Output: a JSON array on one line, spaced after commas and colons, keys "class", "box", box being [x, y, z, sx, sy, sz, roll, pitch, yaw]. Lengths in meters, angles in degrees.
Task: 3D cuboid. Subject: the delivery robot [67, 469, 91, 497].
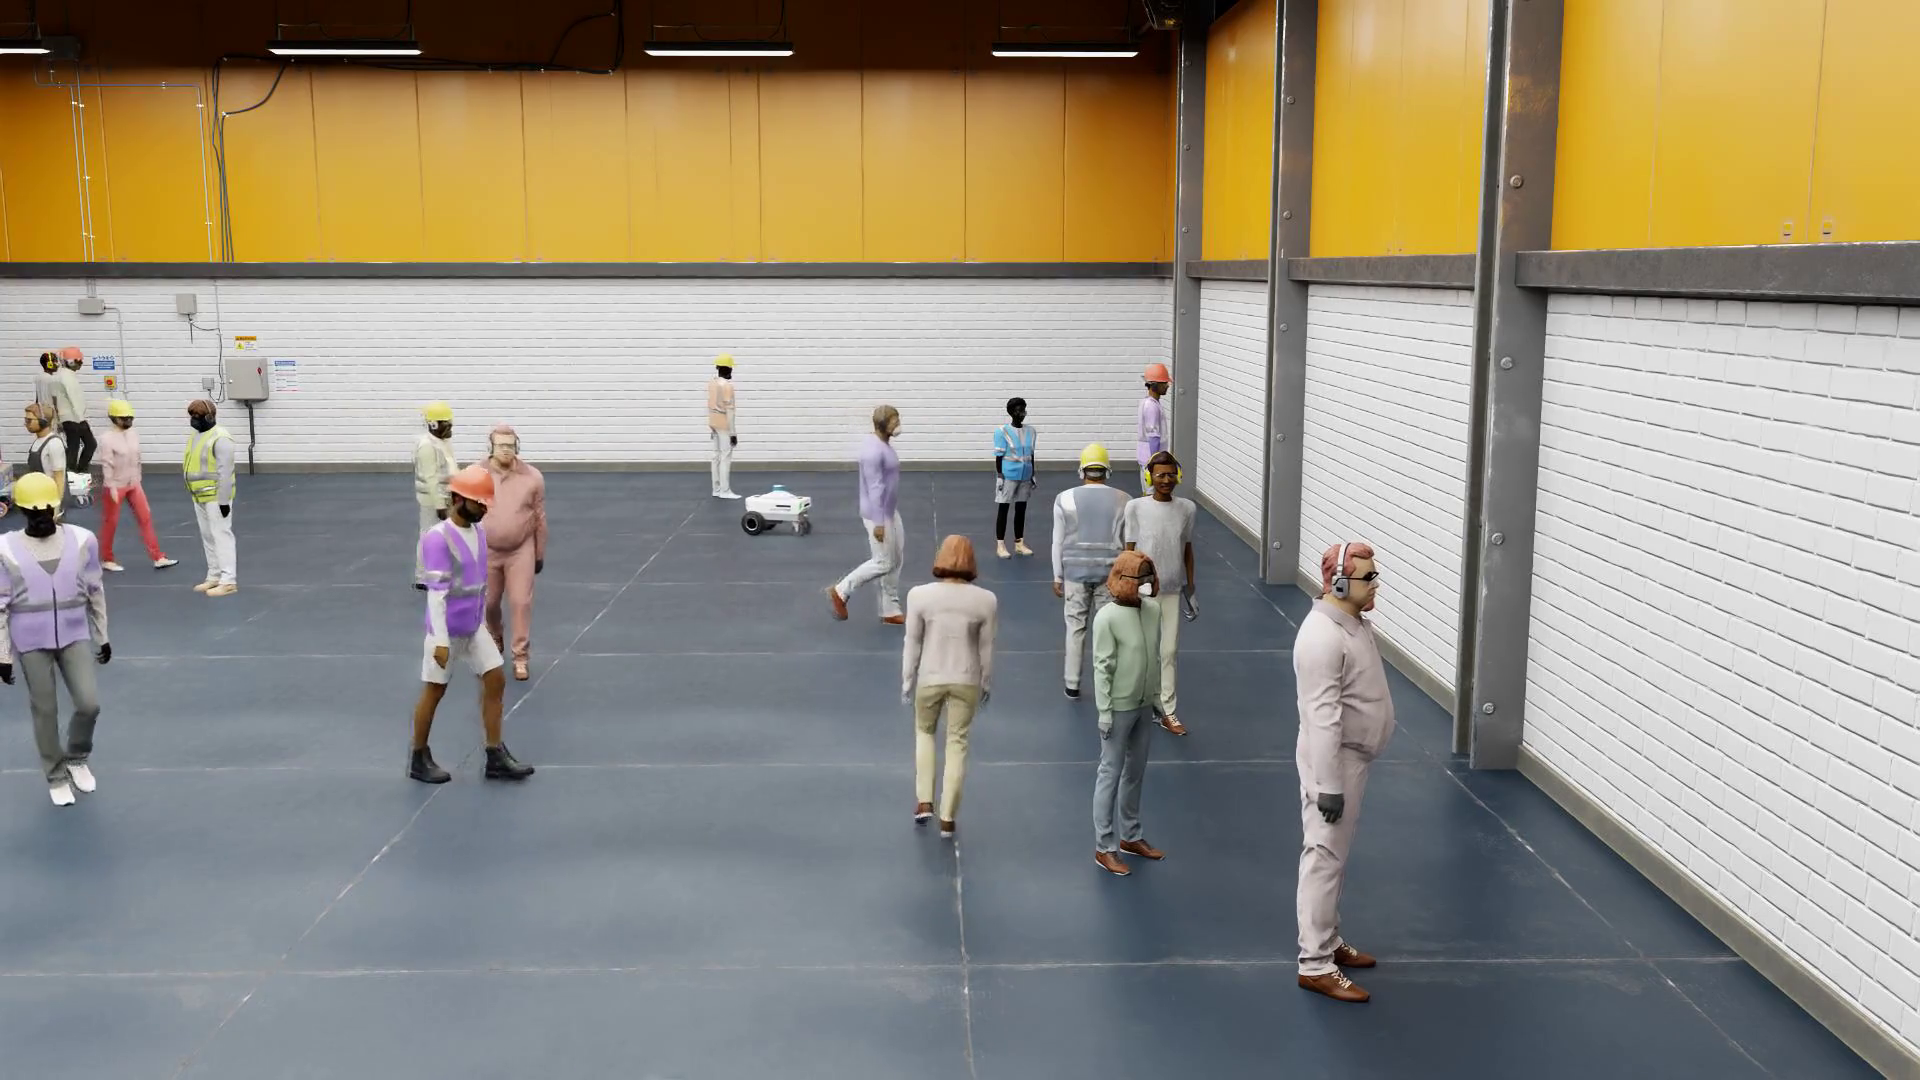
[{"class": "delivery robot", "box": [-11.420, -0.717, 21.080, 0.707, 0.478, 0.477, -3, 10, -16]}]

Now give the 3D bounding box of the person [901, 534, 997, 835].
[{"class": "person", "box": [-0.057, 0.773, 8.988, 0.509, 1.614, 0.483, 0, 9, -1]}]

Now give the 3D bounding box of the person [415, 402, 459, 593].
[{"class": "person", "box": [-4.743, -0.387, 15.532, 0.839, 1.796, 0.617, 0, 9, 2]}]

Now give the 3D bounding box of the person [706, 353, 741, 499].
[{"class": "person", "box": [-3.135, -1.503, 22.008, 0.381, 1.927, 0.636, -7, 11, -35]}]

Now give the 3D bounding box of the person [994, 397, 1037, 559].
[{"class": "person", "box": [0.584, -0.659, 17.515, 0.534, 1.697, 0.322, -6, 11, -33]}]

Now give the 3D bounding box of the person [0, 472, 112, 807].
[{"class": "person", "box": [-5.099, 0.562, 9.356, 0.621, 1.908, 0.427, -8, 12, -40]}]

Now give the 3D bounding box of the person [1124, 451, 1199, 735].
[{"class": "person", "box": [1.304, 0.349, 10.806, 0.521, 1.874, 0.328, -2, 9, -12]}]

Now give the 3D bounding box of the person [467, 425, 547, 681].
[{"class": "person", "box": [-3.415, 0.066, 12.479, 0.634, 1.890, 0.739, -2, 10, -14]}]

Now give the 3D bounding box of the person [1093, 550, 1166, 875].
[{"class": "person", "box": [0.861, 0.856, 8.422, 0.280, 1.633, 0.502, 8, 12, 42]}]

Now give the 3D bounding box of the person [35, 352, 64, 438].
[{"class": "person", "box": [-12.747, -1.694, 23.351, 0.532, 1.864, 0.310, 6, 11, 34]}]

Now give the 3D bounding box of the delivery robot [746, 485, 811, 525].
[{"class": "delivery robot", "box": [-2.078, -0.386, 19.045, 0.707, 0.478, 0.477, 2, 9, 15]}]

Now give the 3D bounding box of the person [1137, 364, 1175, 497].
[{"class": "person", "box": [2.056, -0.836, 17.542, 0.378, 2.044, 0.607, 0, 9, -1]}]

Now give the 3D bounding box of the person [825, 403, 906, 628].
[{"class": "person", "box": [-0.732, -0.195, 13.990, 0.678, 1.918, 0.631, 2, 9, 12]}]

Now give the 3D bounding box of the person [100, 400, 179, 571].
[{"class": "person", "box": [-8.285, -0.527, 16.604, 0.853, 1.726, 0.551, 3, 10, 18]}]

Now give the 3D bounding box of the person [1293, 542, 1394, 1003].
[{"class": "person", "box": [1.610, 0.951, 7.006, 0.409, 1.909, 0.641, 3, 10, 19]}]

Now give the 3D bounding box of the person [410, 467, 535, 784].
[{"class": "person", "box": [-2.891, 0.509, 9.776, 0.868, 1.875, 0.677, 3, 10, 17]}]

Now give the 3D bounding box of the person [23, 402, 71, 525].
[{"class": "person", "box": [-8.203, -0.320, 14.986, 0.511, 1.845, 0.328, 9, 13, 44]}]

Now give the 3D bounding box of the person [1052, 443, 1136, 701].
[{"class": "person", "box": [0.938, 0.231, 11.693, 0.587, 1.824, 0.404, 0, 9, -1]}]

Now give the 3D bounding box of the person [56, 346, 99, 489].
[{"class": "person", "box": [-12.048, -1.655, 22.755, 0.539, 1.973, 0.632, -4, 10, -21]}]

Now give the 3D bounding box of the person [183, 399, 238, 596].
[{"class": "person", "box": [-6.988, -0.399, 15.516, 0.625, 1.837, 0.429, 8, 12, 40]}]
